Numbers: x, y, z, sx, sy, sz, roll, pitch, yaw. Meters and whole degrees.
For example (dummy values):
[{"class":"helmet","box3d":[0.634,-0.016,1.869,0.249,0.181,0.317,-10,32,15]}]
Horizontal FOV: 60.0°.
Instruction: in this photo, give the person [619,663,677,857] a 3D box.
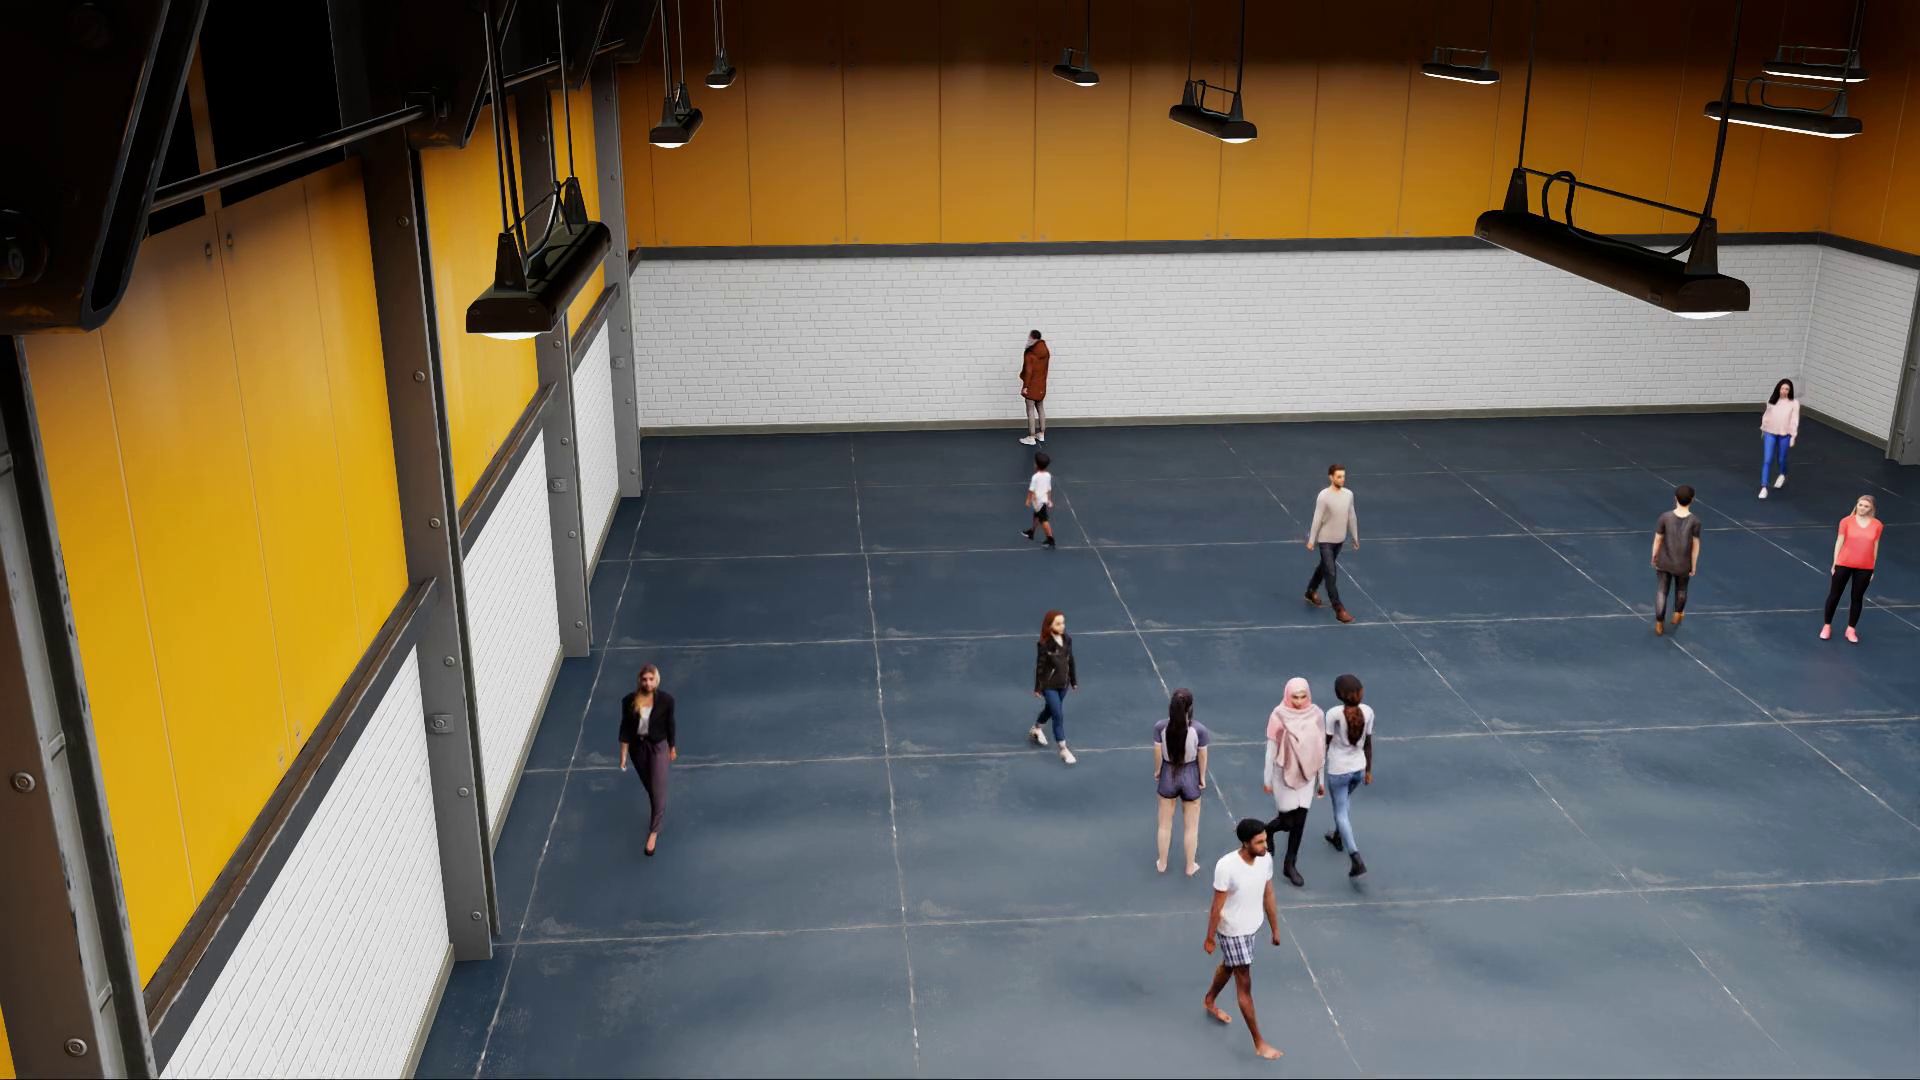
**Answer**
[{"class":"person","box3d":[-2.636,1.807,14.214,0.705,1.614,1.085,1,19,4]}]

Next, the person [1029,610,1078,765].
[{"class":"person","box3d":[0.856,1.348,15.831,0.900,1.452,1.045,-14,23,-36]}]

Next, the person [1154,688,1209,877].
[{"class":"person","box3d":[1.805,1.981,13.641,0.657,1.650,0.631,5,19,14]}]

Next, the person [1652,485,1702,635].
[{"class":"person","box3d":[8.031,0.257,18.706,0.928,1.686,1.044,10,21,28]}]

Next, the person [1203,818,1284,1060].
[{"class":"person","box3d":[1.872,2.667,11.544,1.030,1.689,1.177,-14,23,-36]}]

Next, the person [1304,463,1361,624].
[{"class":"person","box3d":[4.248,-0.003,19.264,1.001,1.821,1.299,-9,21,-26]}]

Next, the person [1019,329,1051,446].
[{"class":"person","box3d":[1.198,-2.450,26.502,0.912,1.839,0.855,16,24,40]}]

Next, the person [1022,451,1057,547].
[{"class":"person","box3d":[1.081,-0.505,21.679,0.924,1.232,0.835,17,25,41]}]

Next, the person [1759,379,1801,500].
[{"class":"person","box3d":[11.715,-1.471,23.779,1.126,1.722,1.224,13,23,34]}]

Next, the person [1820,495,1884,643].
[{"class":"person","box3d":[9.968,0.302,18.559,0.670,1.694,0.668,7,20,19]}]

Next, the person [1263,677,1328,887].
[{"class":"person","box3d":[2.678,1.923,13.590,0.732,1.793,0.853,-6,19,-17]}]

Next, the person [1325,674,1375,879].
[{"class":"person","box3d":[3.202,1.956,13.658,0.761,1.686,1.143,-6,20,-17]}]
